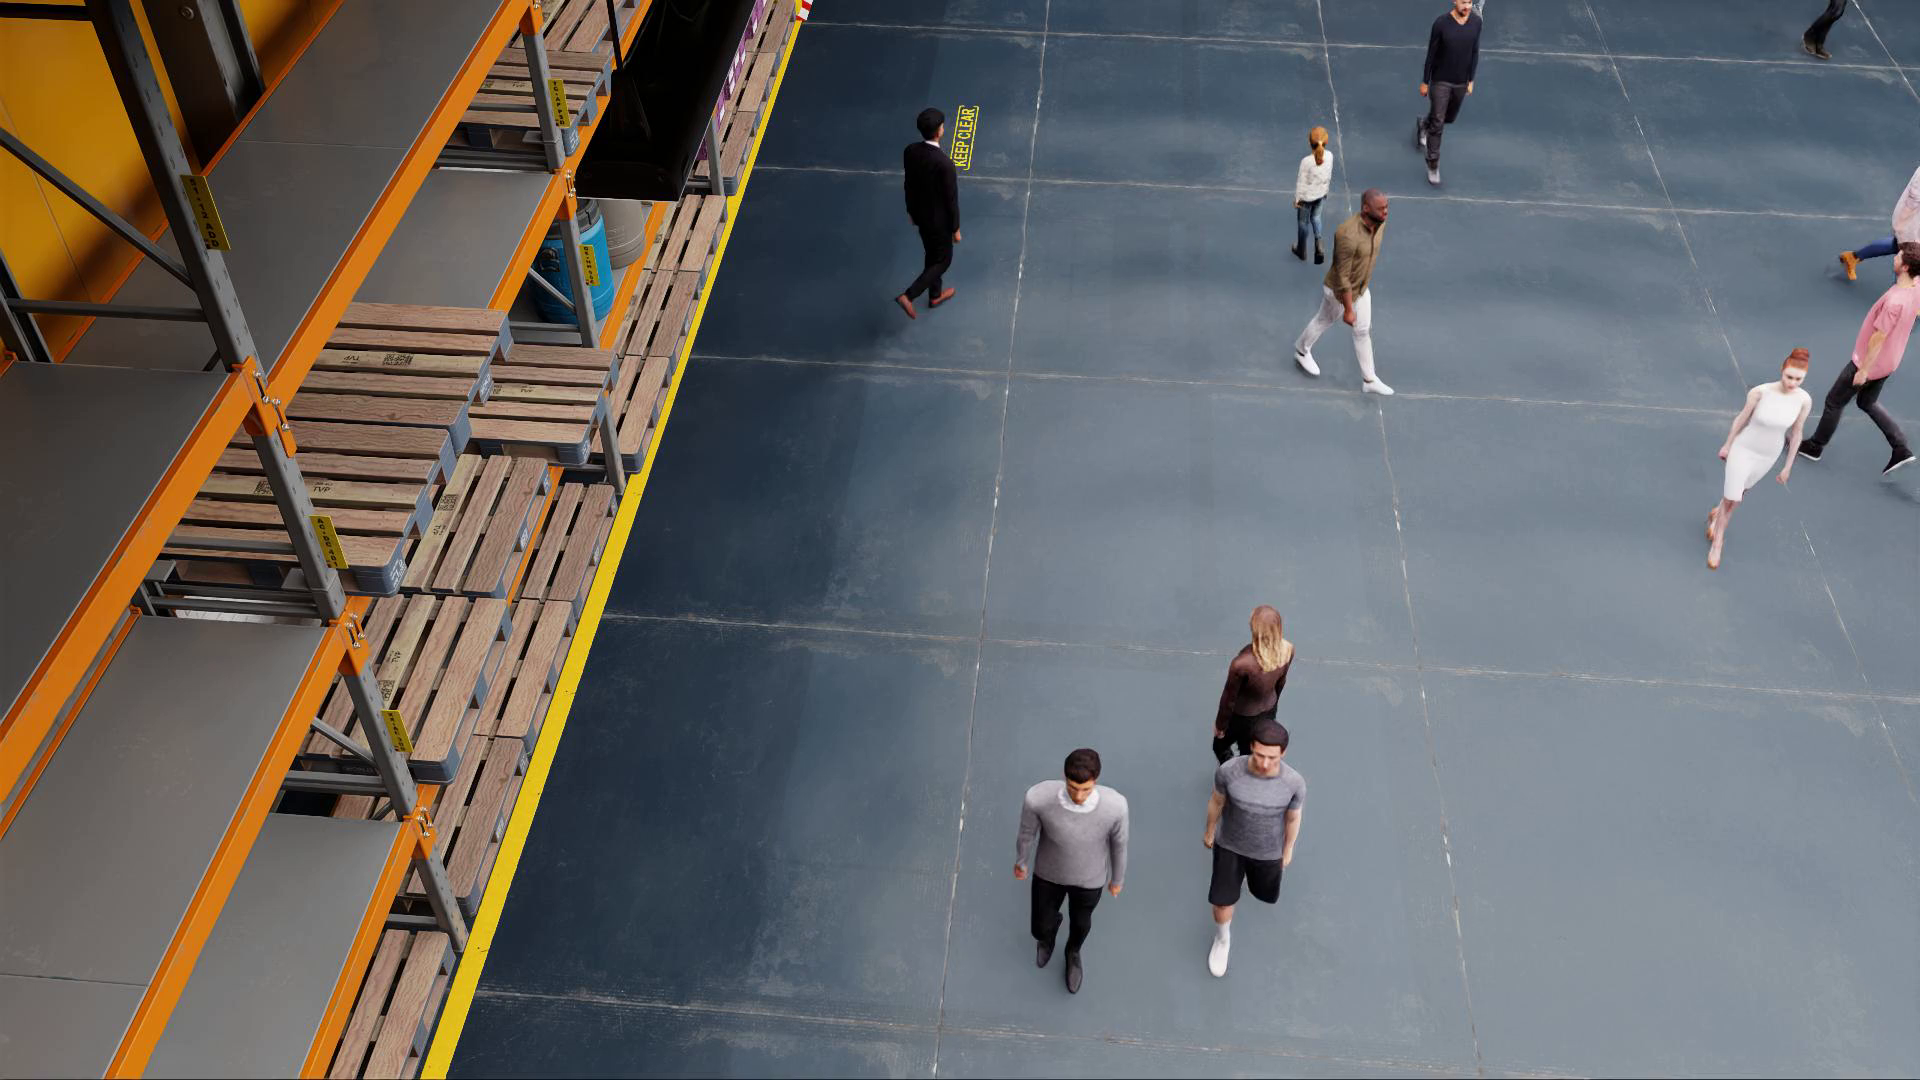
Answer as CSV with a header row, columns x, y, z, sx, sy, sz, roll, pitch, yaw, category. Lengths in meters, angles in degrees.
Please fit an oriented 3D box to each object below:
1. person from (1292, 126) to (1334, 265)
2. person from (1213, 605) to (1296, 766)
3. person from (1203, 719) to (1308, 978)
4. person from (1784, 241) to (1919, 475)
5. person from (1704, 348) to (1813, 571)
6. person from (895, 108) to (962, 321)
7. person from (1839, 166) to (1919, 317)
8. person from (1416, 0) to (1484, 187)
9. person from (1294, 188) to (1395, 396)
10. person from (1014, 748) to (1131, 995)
x,y,z,sx,sy,sz,roll,pitch,yaw,category
3.079,-2.941,14.386,0.638,1.306,0.793,-12,45,-12,person
1.759,1.086,9.880,0.803,1.692,0.872,-21,47,-21,person
1.625,1.599,9.231,0.769,1.842,1.089,11,45,11,person
6.778,-1.257,12.163,1.114,1.934,1.133,-34,53,-30,person
5.561,-0.655,11.647,0.666,1.774,0.809,9,44,10,person
-0.286,-2.617,13.643,1.122,1.862,1.046,-33,53,-30,person
7.921,-2.741,13.881,1.106,1.714,1.156,-33,53,-30,person
4.498,-4.285,15.407,0.819,1.844,1.179,-5,44,-5,person
2.964,-1.988,13.046,1.217,1.775,1.275,-29,51,-27,person
0.610,1.713,9.063,0.749,1.910,0.647,4,44,4,person
